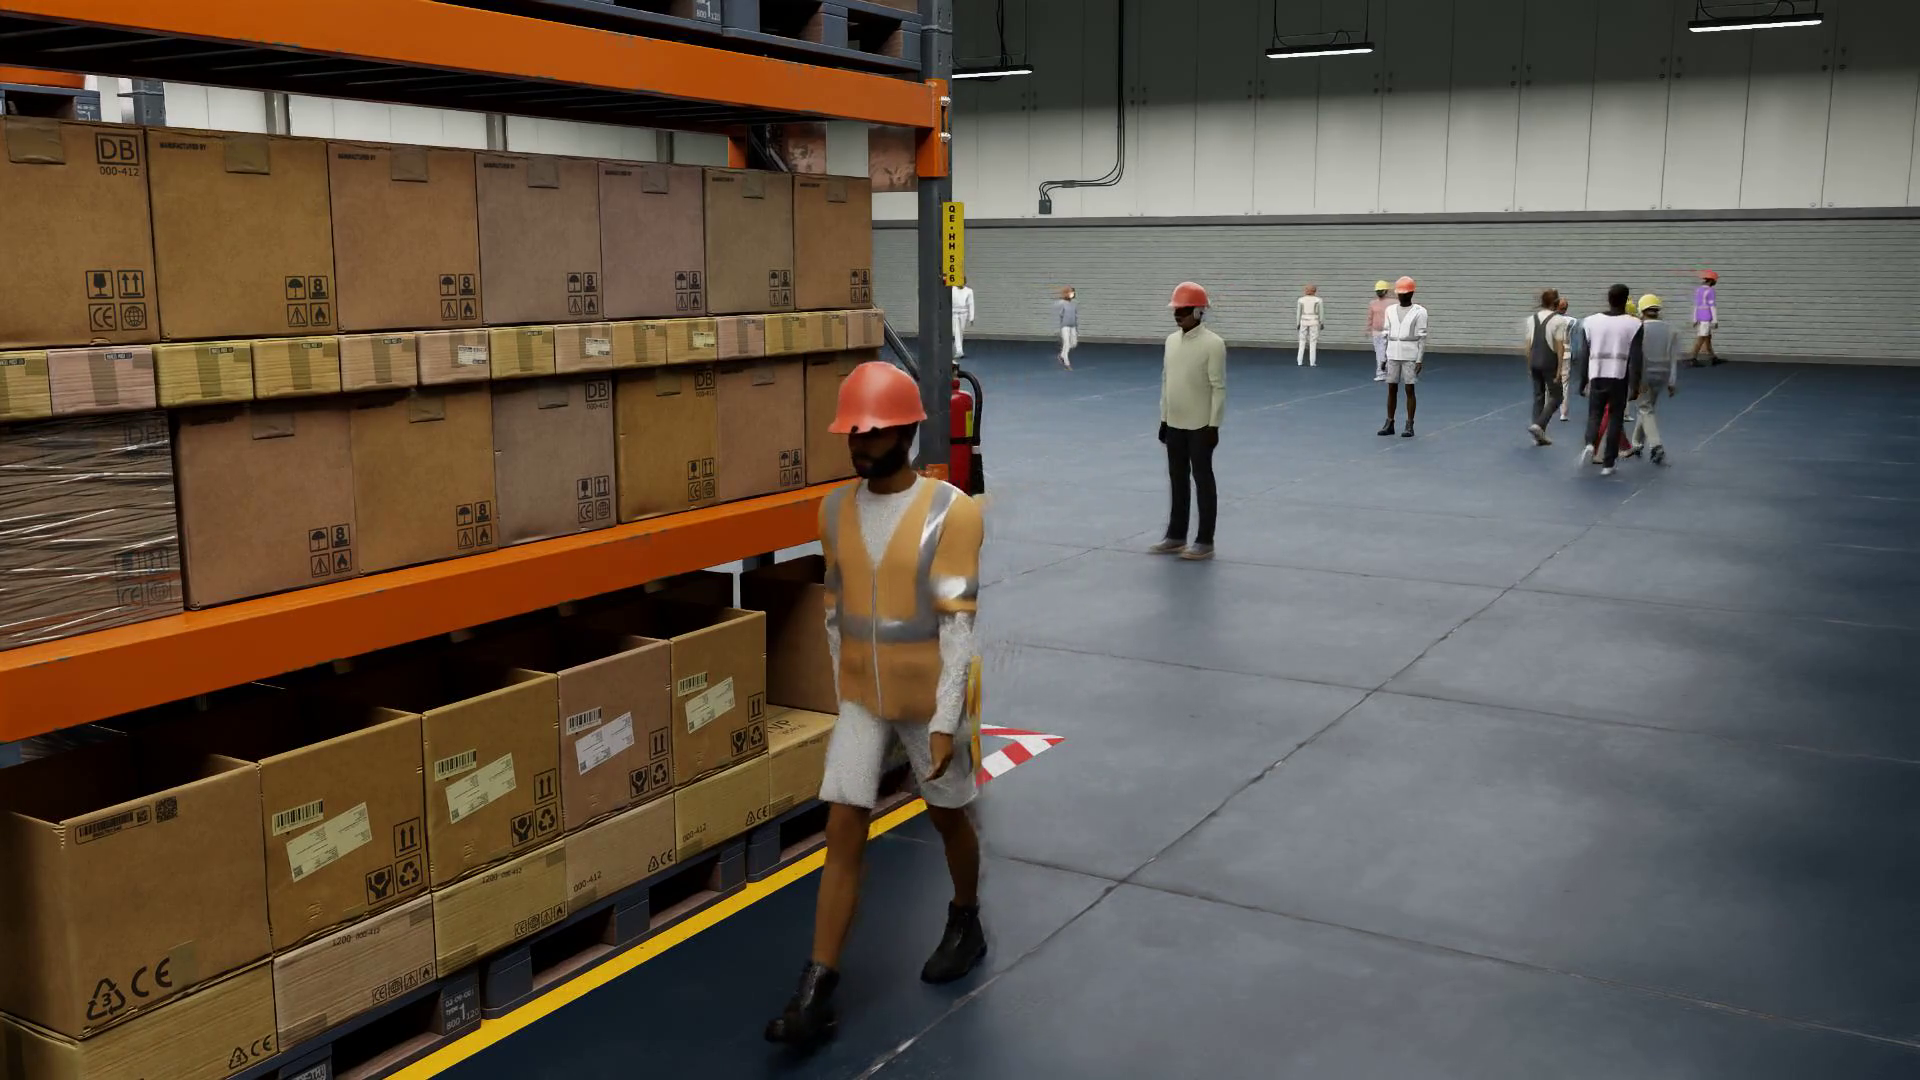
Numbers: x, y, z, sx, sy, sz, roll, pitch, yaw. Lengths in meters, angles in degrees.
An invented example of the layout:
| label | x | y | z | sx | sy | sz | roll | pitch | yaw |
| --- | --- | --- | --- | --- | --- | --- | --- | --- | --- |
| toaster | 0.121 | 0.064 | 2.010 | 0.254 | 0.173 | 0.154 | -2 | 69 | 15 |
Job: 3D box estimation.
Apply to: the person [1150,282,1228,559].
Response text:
| label | x | y | z | sx | sy | sz | roll | pitch | yaw |
| --- | --- | --- | --- | --- | --- | --- | --- | --- | --- |
| person | 1.645 | -0.858 | 12.002 | 0.402 | 1.990 | 0.622 | -7 | 12 | -34 |

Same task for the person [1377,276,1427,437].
| label | x | y | z | sx | sy | sz | roll | pitch | yaw |
| --- | --- | --- | --- | --- | --- | --- | --- | --- | --- |
| person | 5.344 | -2.212 | 20.100 | 0.544 | 1.936 | 0.359 | 7 | 12 | 36 |

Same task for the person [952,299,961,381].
| label | x | y | z | sx | sy | sz | roll | pitch | yaw |
| --- | --- | --- | --- | --- | --- | --- | --- | --- | --- |
| person | -0.317 | -3.596 | 28.689 | 0.603 | 1.777 | 0.946 | 5 | 11 | 27 |

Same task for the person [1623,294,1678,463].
| label | x | y | z | sx | sy | sz | roll | pitch | yaw |
| --- | --- | --- | --- | --- | --- | --- | --- | --- | --- |
| person | 7.319 | -1.718 | 17.651 | 0.594 | 1.789 | 0.925 | -1 | 10 | -8 |

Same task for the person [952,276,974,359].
| label | x | y | z | sx | sy | sz | roll | pitch | yaw |
| --- | --- | --- | --- | --- | --- | --- | --- | --- | --- |
| person | 0.000 | -4.759 | 35.418 | 0.581 | 1.808 | 1.067 | -1 | 10 | -7 |

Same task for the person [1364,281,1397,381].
| label | x | y | z | sx | sy | sz | roll | pitch | yaw |
| --- | --- | --- | --- | --- | --- | --- | --- | --- | --- |
| person | 7.247 | -3.606 | 28.826 | 0.543 | 1.741 | 0.722 | 9 | 13 | 43 |

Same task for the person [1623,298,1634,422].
| label | x | y | z | sx | sy | sz | roll | pitch | yaw |
| --- | --- | --- | --- | --- | --- | --- | --- | --- | --- |
| person | 8.698 | -2.377 | 21.935 | 0.311 | 1.637 | 0.523 | -9 | 13 | -42 |

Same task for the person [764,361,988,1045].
| label | x | y | z | sx | sy | sz | roll | pitch | yaw |
| --- | --- | --- | --- | --- | --- | --- | --- | --- | --- |
| person | -0.199 | 0.442 | 4.712 | 0.547 | 1.884 | 0.996 | 5 | 11 | 25 |

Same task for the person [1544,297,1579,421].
| label | x | y | z | sx | sy | sz | roll | pitch | yaw |
| --- | --- | --- | --- | --- | --- | --- | --- | --- | --- |
| person | 7.892 | -2.389 | 21.998 | 0.522 | 1.639 | 0.306 | 3 | 10 | 18 |

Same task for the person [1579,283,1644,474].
| label | x | y | z | sx | sy | sz | roll | pitch | yaw |
| --- | --- | --- | --- | --- | --- | --- | --- | --- | --- |
| person | 6.483 | -1.599 | 16.587 | 0.605 | 1.908 | 0.487 | 7 | 12 | 34 |

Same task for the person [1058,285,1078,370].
| label | x | y | z | sx | sy | sz | roll | pitch | yaw |
| --- | --- | --- | --- | --- | --- | --- | --- | --- | --- |
| person | 2.042 | -4.074 | 31.926 | 0.511 | 1.622 | 0.454 | -8 | 13 | -39 |

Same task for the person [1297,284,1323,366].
| label | x | y | z | sx | sy | sz | roll | pitch | yaw |
| --- | --- | --- | --- | --- | --- | --- | --- | --- | --- |
| person | 6.911 | -4.244 | 32.880 | 0.522 | 1.634 | 0.337 | 4 | 11 | 24 |

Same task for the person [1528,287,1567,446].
| label | x | y | z | sx | sy | sz | roll | pitch | yaw |
| --- | --- | --- | --- | --- | --- | --- | --- | --- | --- |
| person | 6.669 | -1.969 | 18.989 | 0.452 | 1.827 | 0.515 | -7 | 12 | -37 |

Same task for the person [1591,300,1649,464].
| label | x | y | z | sx | sy | sz | roll | pitch | yaw |
| --- | --- | --- | --- | --- | --- | --- | --- | --- | --- |
| person | 6.948 | -1.659 | 17.510 | 0.948 | 1.711 | 0.527 | -4 | 11 | -23 |

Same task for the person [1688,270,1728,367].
| label | x | y | z | sx | sy | sz | roll | pitch | yaw |
| --- | --- | --- | --- | --- | --- | --- | --- | --- | --- |
| person | 14.719 | -4.325 | 32.593 | 0.885 | 1.895 | 0.574 | -1 | 10 | -3 |
